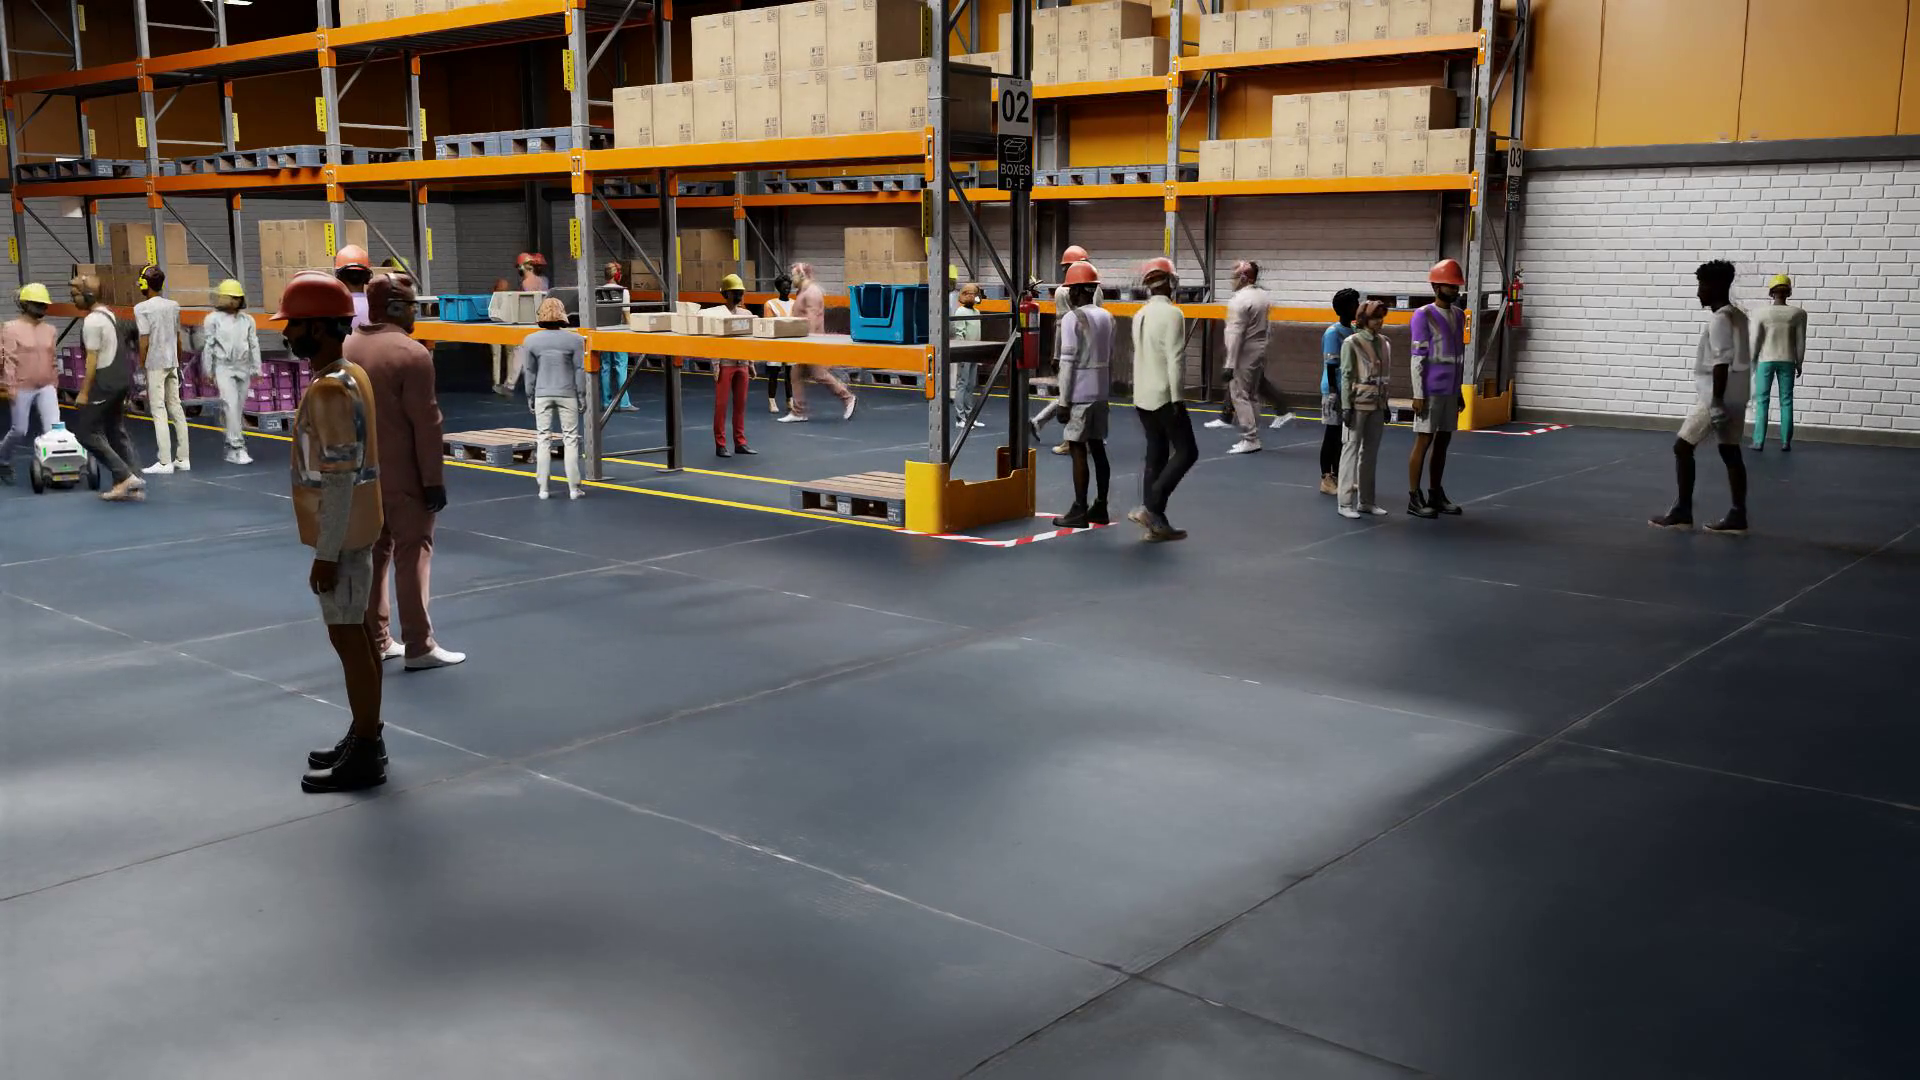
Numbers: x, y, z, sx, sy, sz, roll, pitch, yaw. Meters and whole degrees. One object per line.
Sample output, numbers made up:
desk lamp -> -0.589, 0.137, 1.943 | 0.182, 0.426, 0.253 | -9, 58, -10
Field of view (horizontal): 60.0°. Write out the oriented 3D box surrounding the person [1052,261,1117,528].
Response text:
person -> 0.890, -1.052, 12.099 | 0.387, 1.932, 0.545 | 9, 13, 40

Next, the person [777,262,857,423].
person -> -1.684, -2.299, 19.372 | 0.870, 1.868, 0.652 | -4, 11, -22

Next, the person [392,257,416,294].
person -> -7.173, -2.706, 21.581 | 0.618, 1.893, 0.857 | -10, 14, -44

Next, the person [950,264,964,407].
person -> -0.187, -2.624, 21.354 | 0.609, 1.817, 0.598 | -4, 11, -21

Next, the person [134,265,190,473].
person -> -7.217, -1.530, 14.975 | 0.328, 1.873, 0.518 | 3, 11, 19

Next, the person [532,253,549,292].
person -> -6.796, -3.655, 26.881 | 0.362, 1.939, 0.543 | 5, 11, 27

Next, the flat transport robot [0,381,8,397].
flat transport robot -> -13.361, -2.048, 22.474 | 1.431, 0.197, 0.652 | 4, 11, 20

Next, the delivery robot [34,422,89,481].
delivery robot -> -7.576, -0.751, 14.007 | 0.477, 0.478, 0.707 | -6, 12, -33

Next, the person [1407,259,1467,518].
person -> 3.626, -1.135, 12.537 | 0.553, 1.935, 0.361 | -7, 12, -35

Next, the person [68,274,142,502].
person -> -6.753, -1.177, 13.110 | 0.436, 1.822, 0.530 | -2, 10, -12

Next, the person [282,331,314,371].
person -> -8.681, -2.741, 21.826 | 0.918, 1.897, 0.600 | 6, 12, 31

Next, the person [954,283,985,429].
person -> 0.108, -2.068, 18.711 | 0.280, 1.634, 0.498 | 5, 11, 25

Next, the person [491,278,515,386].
person -> -6.470, -2.893, 23.512 | 0.512, 1.601, 0.809 | -2, 10, -10

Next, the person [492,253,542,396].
person -> -5.985, -2.938, 22.776 | 0.955, 1.939, 0.618 | 1, 10, 4

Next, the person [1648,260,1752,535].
person -> 5.285, -1.007, 11.804 | 0.790, 1.930, 0.632 | 9, 13, 41

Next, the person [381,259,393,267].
person -> -7.898, -2.967, 23.181 | 0.336, 1.864, 0.521 | 7, 12, 36

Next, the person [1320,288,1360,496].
person -> 3.149, -1.216, 13.686 | 0.317, 1.696, 0.539 | 7, 12, 35

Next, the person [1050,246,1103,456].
person -> 1.116, -1.845, 16.280 | 0.616, 2.041, 0.382 | -9, 14, -43

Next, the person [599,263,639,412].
person -> -4.279, -2.494, 20.535 | 0.563, 1.845, 0.389 | 5, 11, 27

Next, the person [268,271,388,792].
person -> -2.350, -0.029, 6.239 | 0.355, 1.938, 0.545 | -3, 10, -14

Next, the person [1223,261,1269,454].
person -> 2.845, -1.802, 16.504 | 0.458, 1.895, 0.708 | 6, 12, 32

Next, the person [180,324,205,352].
person -> -11.223, -3.096, 24.132 | 0.621, 1.790, 0.603 | 9, 13, 42

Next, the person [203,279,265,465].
person -> -6.728, -1.559, 15.530 | 0.762, 1.714, 0.498 | 7, 12, 36

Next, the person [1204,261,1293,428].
person -> 3.295, -2.185, 18.690 | 0.943, 1.882, 0.589 | 3, 10, 16

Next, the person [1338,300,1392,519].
person -> 3.057, -0.983, 12.530 | 0.527, 1.637, 0.311 | -7, 12, -36

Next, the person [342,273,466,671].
person -> -2.707, -0.325, 8.024 | 0.645, 1.905, 0.400 | 6, 12, 31

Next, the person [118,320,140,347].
person -> -12.205, -3.153, 24.451 | 0.510, 1.833, 0.919 | -7, 12, -33

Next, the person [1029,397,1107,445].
person -> 1.117, -1.761, 17.022 | 0.735, 1.607, 0.519 | -1, 10, -4

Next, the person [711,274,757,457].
person -> -2.210, -1.694, 16.201 | 0.302, 1.772, 0.523 | 9, 14, 42

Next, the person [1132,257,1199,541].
person -> 1.405, -0.966, 11.500 | 0.415, 1.961, 0.648 | -4, 11, -20

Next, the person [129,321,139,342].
person -> -12.294, -3.165, 24.545 | 0.627, 1.801, 0.951 | 4, 11, 24

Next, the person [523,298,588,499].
person -> -3.264, -1.137, 13.444 | 0.498, 1.629, 0.285 | 0, 10, 0

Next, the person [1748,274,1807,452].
person -> 8.136, -1.763, 16.606 | 0.533, 1.765, 0.329 | 2, 10, 10

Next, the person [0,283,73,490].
person -> -7.861, -1.295, 14.017 | 0.791, 1.732, 0.534 | 5, 11, 27

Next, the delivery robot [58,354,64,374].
delivery robot -> -12.397, -2.317, 22.937 | 0.707, 0.478, 0.477 | 6, 12, 32

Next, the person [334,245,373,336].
person -> -4.239, -1.052, 11.765 | 0.608, 2.044, 0.370 | -6, 12, -33

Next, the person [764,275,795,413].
person -> -2.164, -2.407, 20.462 | 0.536, 1.696, 0.322 | -6, 12, -32
